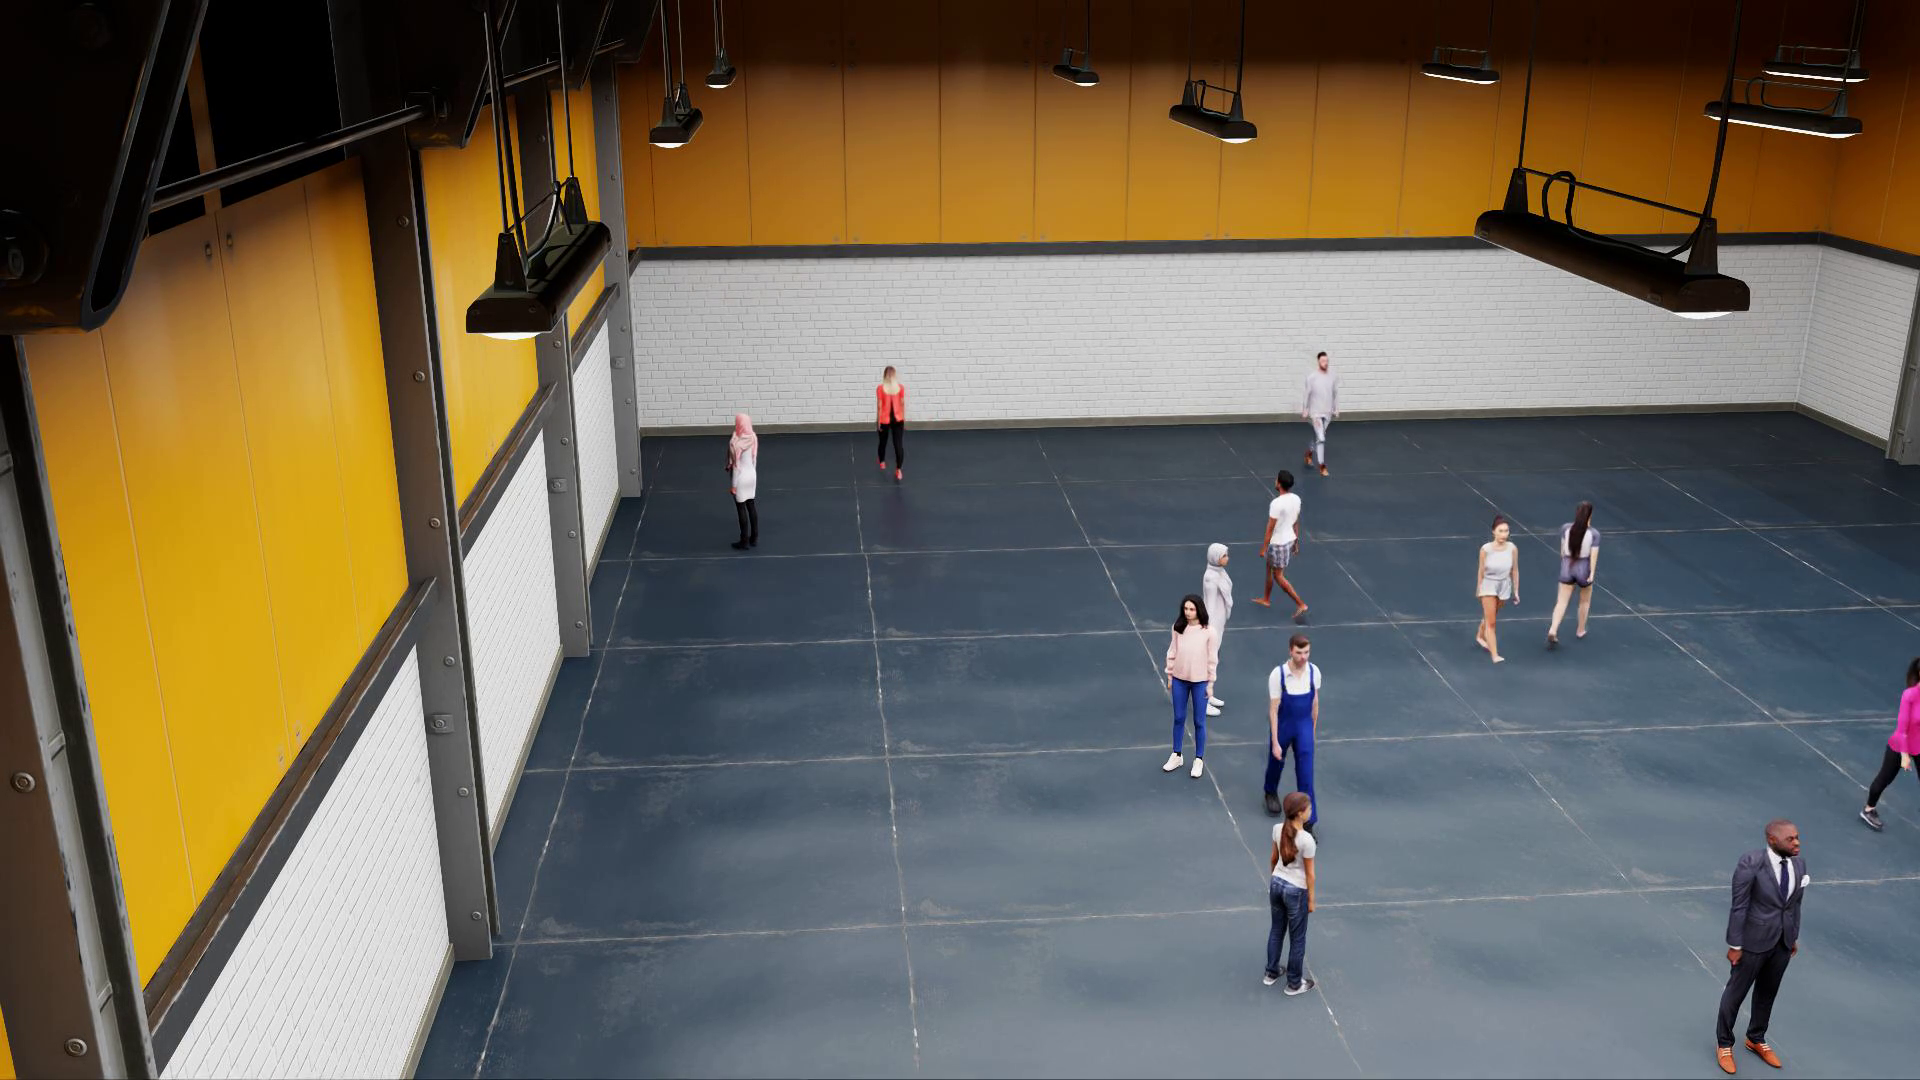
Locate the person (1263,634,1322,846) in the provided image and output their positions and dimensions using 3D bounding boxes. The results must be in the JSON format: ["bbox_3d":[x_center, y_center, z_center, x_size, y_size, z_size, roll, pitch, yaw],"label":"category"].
[{"bbox_3d":[2.834,1.639,14.429,0.651,1.795,1.272,-2,19,-6],"label":"person"}]

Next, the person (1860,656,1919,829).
[{"bbox_3d":[8.066,1.771,14.256,0.633,1.656,1.117,-3,19,-9],"label":"person"}]

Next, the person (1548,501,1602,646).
[{"bbox_3d":[6.780,0.396,18.403,0.956,1.615,1.056,13,23,34],"label":"person"}]

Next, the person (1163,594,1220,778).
[{"bbox_3d":[2.145,1.326,15.400,0.732,1.768,0.743,10,21,27],"label":"person"}]

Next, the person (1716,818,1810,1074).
[{"bbox_3d":[5.417,2.702,11.231,0.719,1.822,0.623,-4,19,-10],"label":"person"}]

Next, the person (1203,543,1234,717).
[{"bbox_3d":[2.541,0.875,16.729,0.752,1.775,0.629,7,20,20],"label":"person"}]

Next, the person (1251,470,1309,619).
[{"bbox_3d":[3.766,0.078,19.219,1.142,1.697,1.064,16,24,39],"label":"person"}]

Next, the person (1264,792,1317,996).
[{"bbox_3d":[2.410,2.545,12.103,0.685,1.562,0.602,-15,24,-37],"label":"person"}]

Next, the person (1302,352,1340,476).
[{"bbox_3d":[5.393,-1.933,25.023,0.815,1.804,1.181,-5,19,-13],"label":"person"}]

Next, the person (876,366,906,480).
[{"bbox_3d":[-0.992,-1.702,24.584,0.671,1.647,1.123,-4,19,-11],"label":"person"}]

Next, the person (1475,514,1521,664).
[{"bbox_3d":[5.804,0.519,18.131,0.605,1.555,1.086,-3,19,-8],"label":"person"}]

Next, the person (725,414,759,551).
[{"bbox_3d":[-2.796,-0.769,21.568,0.802,1.804,0.729,12,22,32],"label":"person"}]
